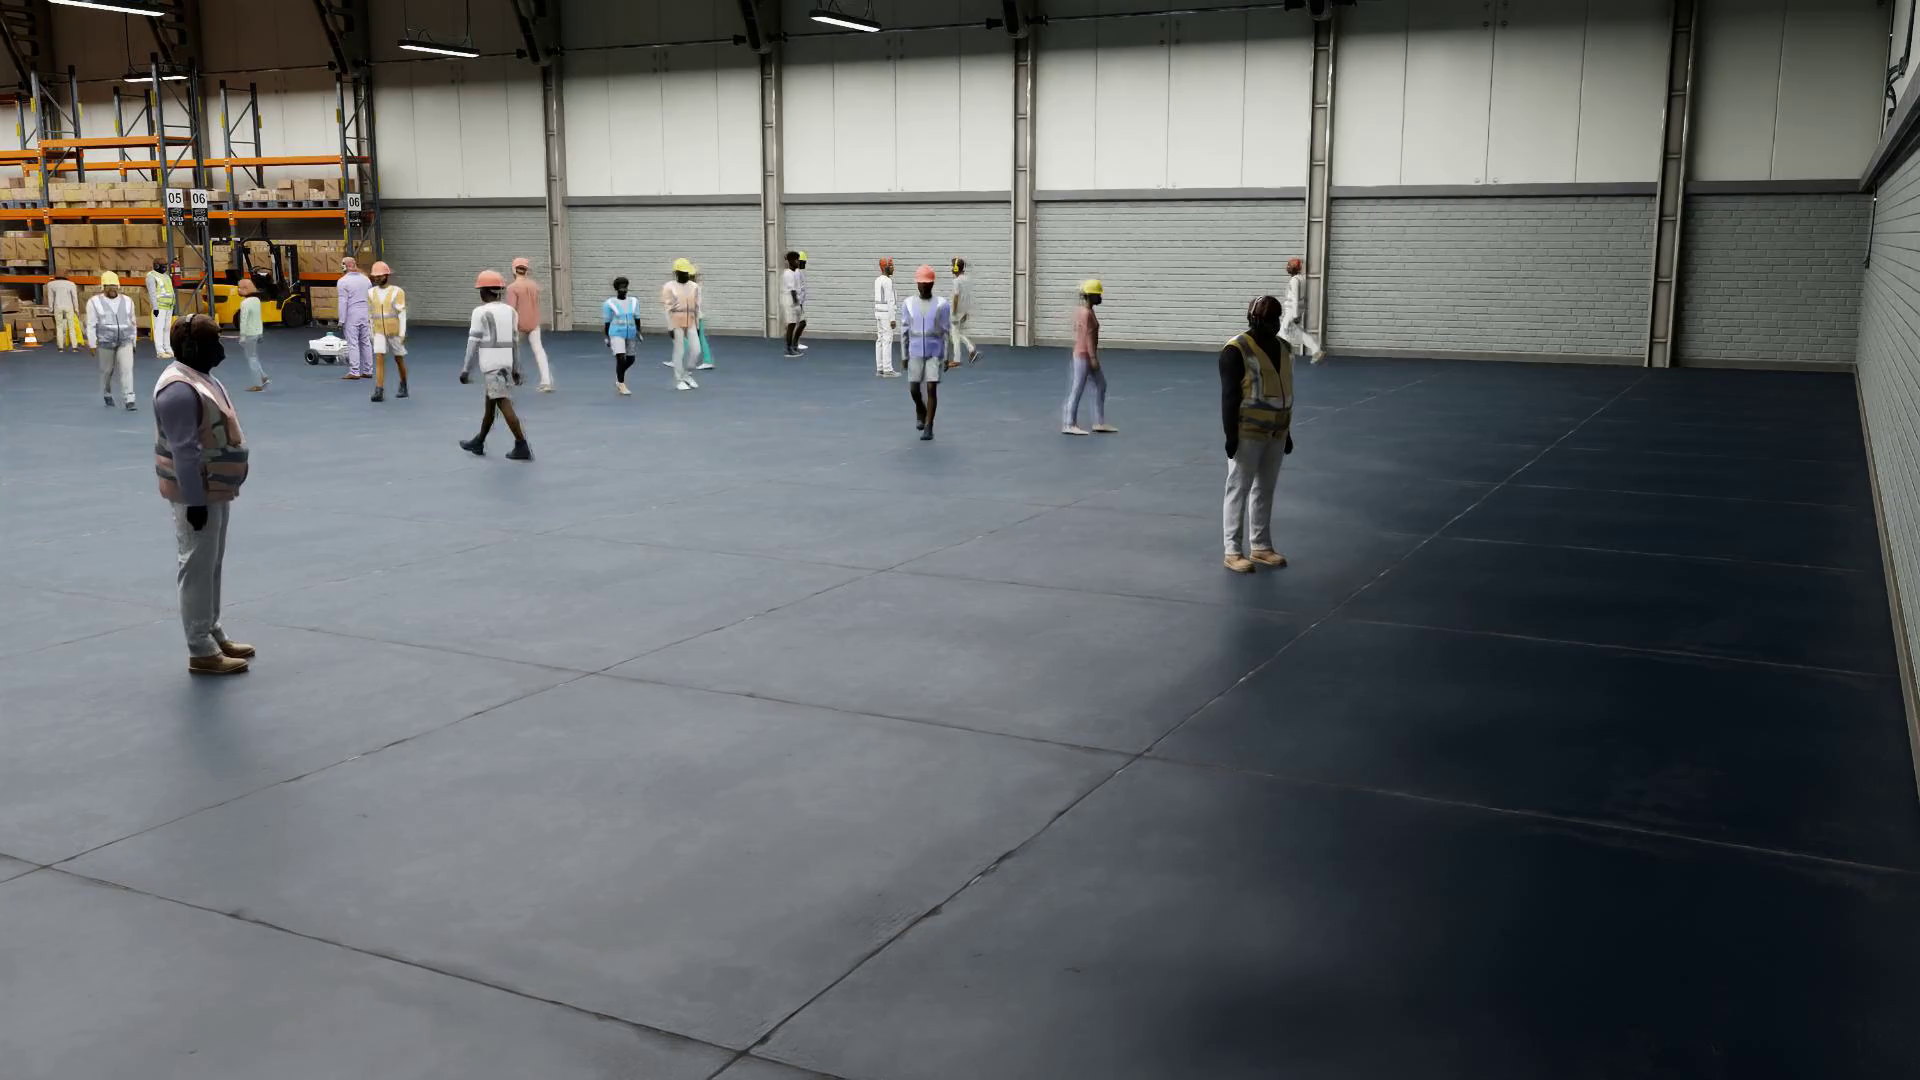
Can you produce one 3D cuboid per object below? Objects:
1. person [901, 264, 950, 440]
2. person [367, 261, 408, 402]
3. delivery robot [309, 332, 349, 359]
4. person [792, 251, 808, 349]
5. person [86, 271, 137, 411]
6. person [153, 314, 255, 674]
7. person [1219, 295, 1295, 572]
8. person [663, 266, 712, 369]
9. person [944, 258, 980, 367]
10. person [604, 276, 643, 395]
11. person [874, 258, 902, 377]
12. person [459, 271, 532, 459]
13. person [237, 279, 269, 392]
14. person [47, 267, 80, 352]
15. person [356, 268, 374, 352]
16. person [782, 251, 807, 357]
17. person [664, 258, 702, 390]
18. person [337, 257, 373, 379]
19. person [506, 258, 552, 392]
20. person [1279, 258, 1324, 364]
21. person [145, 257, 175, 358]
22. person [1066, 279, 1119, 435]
[{"bbox_3d":[-0.368,-2.076,18.388,0.547,1.925,0.584,1,10,8],"label":"person"},{"bbox_3d":[-7.804,-2.849,22.708,0.565,1.888,0.996,0,10,2],"label":"person"},{"bbox_3d":[-10.933,-3.364,28.885,0.707,0.478,0.477,4,11,21],"label":"delivery robot"},{"bbox_3d":[-3.180,-4.754,32.977,0.384,1.925,0.593,-1,10,-6],"label":"person"},{"bbox_3d":[-10.957,-2.581,21.498,0.604,1.796,0.902,-9,13,-39],"label":"person"},{"bbox_3d":[-3.897,-0.240,8.598,0.430,1.845,0.624,-2,11,-13],"label":"person"},{"bbox_3d":[2.020,-0.717,11.199,0.624,1.844,0.430,-8,13,-36],"label":"person"},{"bbox_3d":[-4.563,-3.704,27.751,0.861,1.726,0.552,0,10,-2],"label":"person"},{"bbox_3d":[0.010,-3.860,28.286,0.506,1.860,0.539,4,11,23],"label":"person"},{"bbox_3d":[-4.807,-2.898,23.542,0.533,1.671,0.676,-8,13,-37],"label":"person"},{"bbox_3d":[-1.166,-3.525,26.399,0.355,1.882,0.576,-5,12,-25],"label":"person"},{"bbox_3d":[-4.718,-1.760,16.763,0.996,1.883,0.566,5,12,26],"label":"person"},{"bbox_3d":[-10.187,-2.926,23.843,0.350,1.617,0.519,0,10,1],"label":"person"},{"bbox_3d":[-17.290,-4.444,32.086,0.507,1.631,0.265,-4,11,-21],"label":"person"},{"bbox_3d":[-11.514,-4.419,31.994,0.389,1.614,0.519,-5,11,-25],"label":"person"},{"bbox_3d":[-3.034,-4.354,30.755,0.495,1.948,0.606,1,10,3],"label":"person"},{"bbox_3d":[-3.998,-3.123,24.122,0.596,1.910,0.433,-9,14,-40],"label":"person"},{"bbox_3d":[-9.474,-3.456,25.980,0.403,1.901,0.637,5,12,27],"label":"person"},{"bbox_3d":[-6.270,-3.076,23.881,1.105,1.926,0.607,8,13,36],"label":"person"},{"bbox_3d":[5.860,-3.954,28.847,0.892,1.851,0.575,5,11,24],"label":"person"},{"bbox_3d":[-14.622,-4.257,30.510,0.429,1.841,0.625,0,10,2],"label":"person"},{"bbox_3d":[1.515,-2.035,18.643,0.711,1.740,0.544,3,11,13],"label":"person"}]
